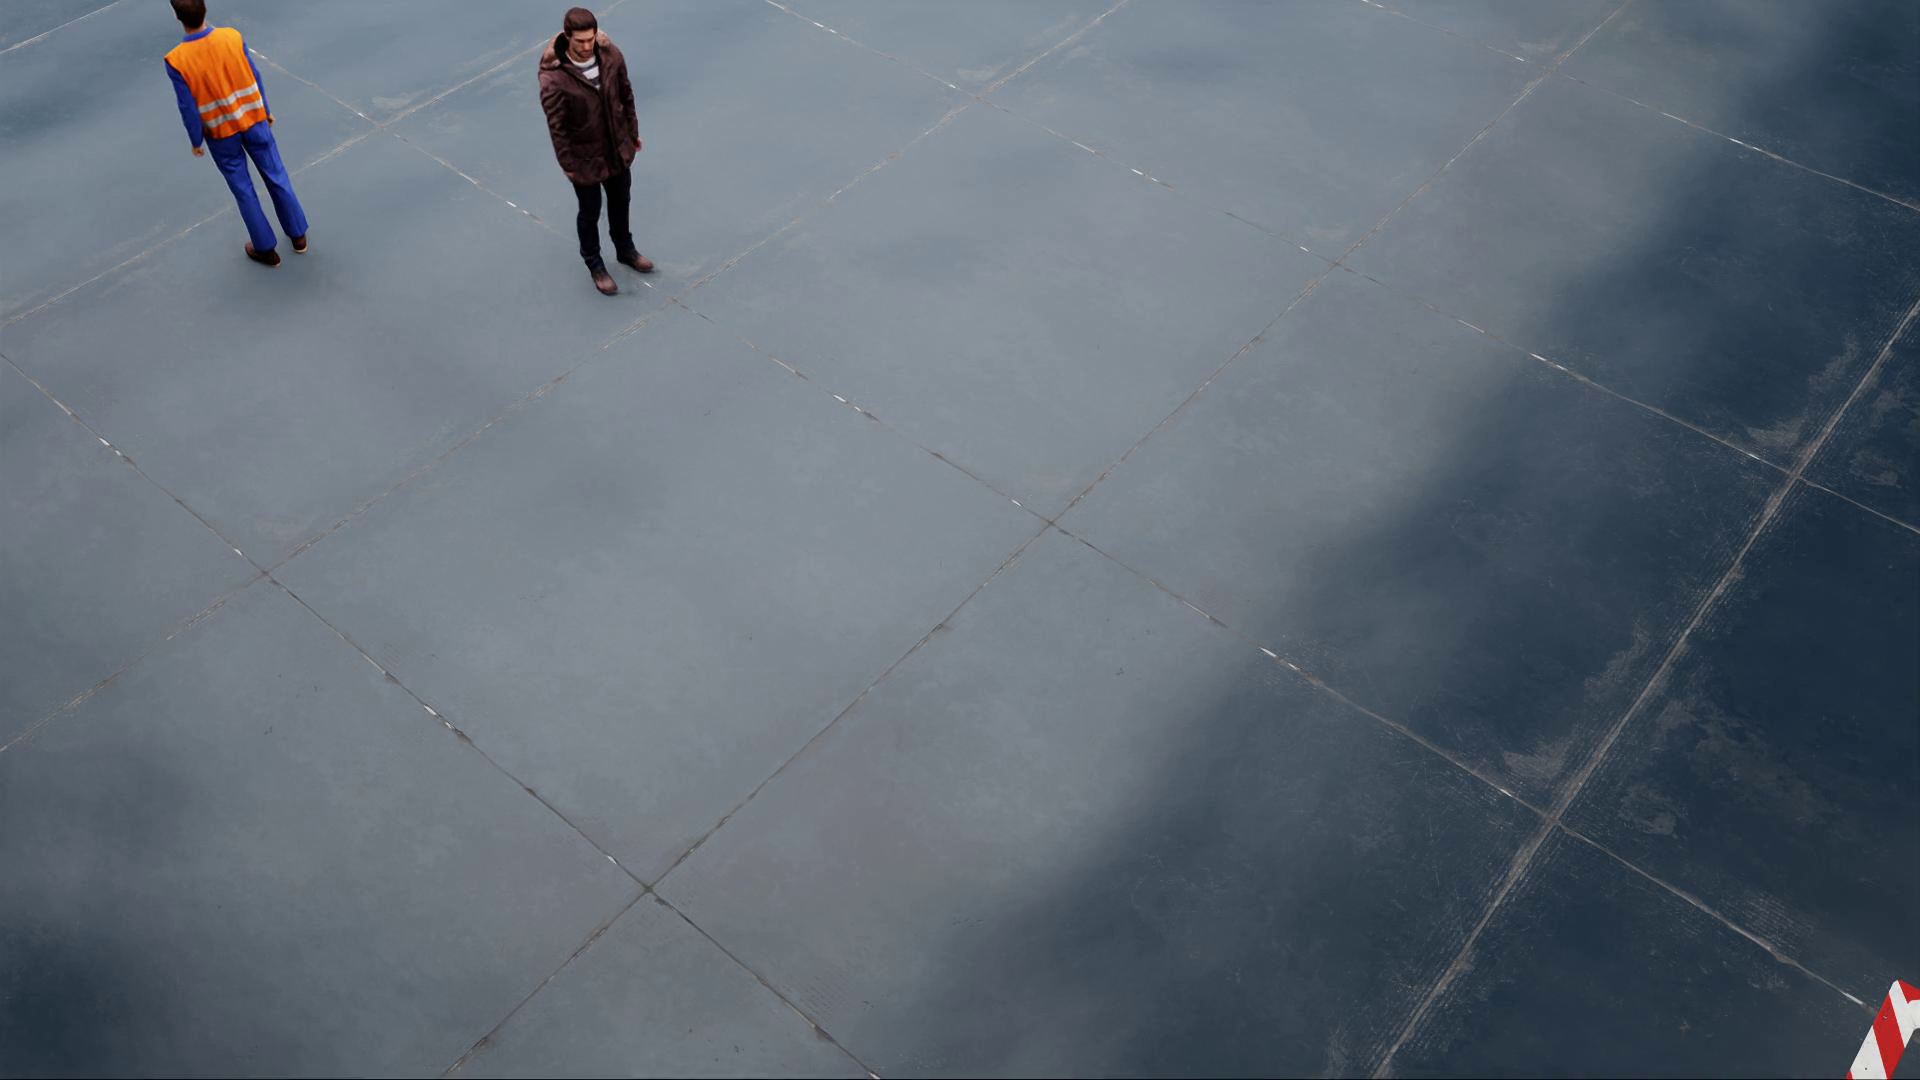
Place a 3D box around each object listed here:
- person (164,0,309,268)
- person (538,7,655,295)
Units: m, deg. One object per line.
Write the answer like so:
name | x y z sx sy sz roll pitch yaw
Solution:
person | -4.411 -2.506 10.112 0.711 1.864 0.631 -35 56 -28
person | -2.188 -2.358 9.989 0.763 1.844 0.677 -36 57 -29
